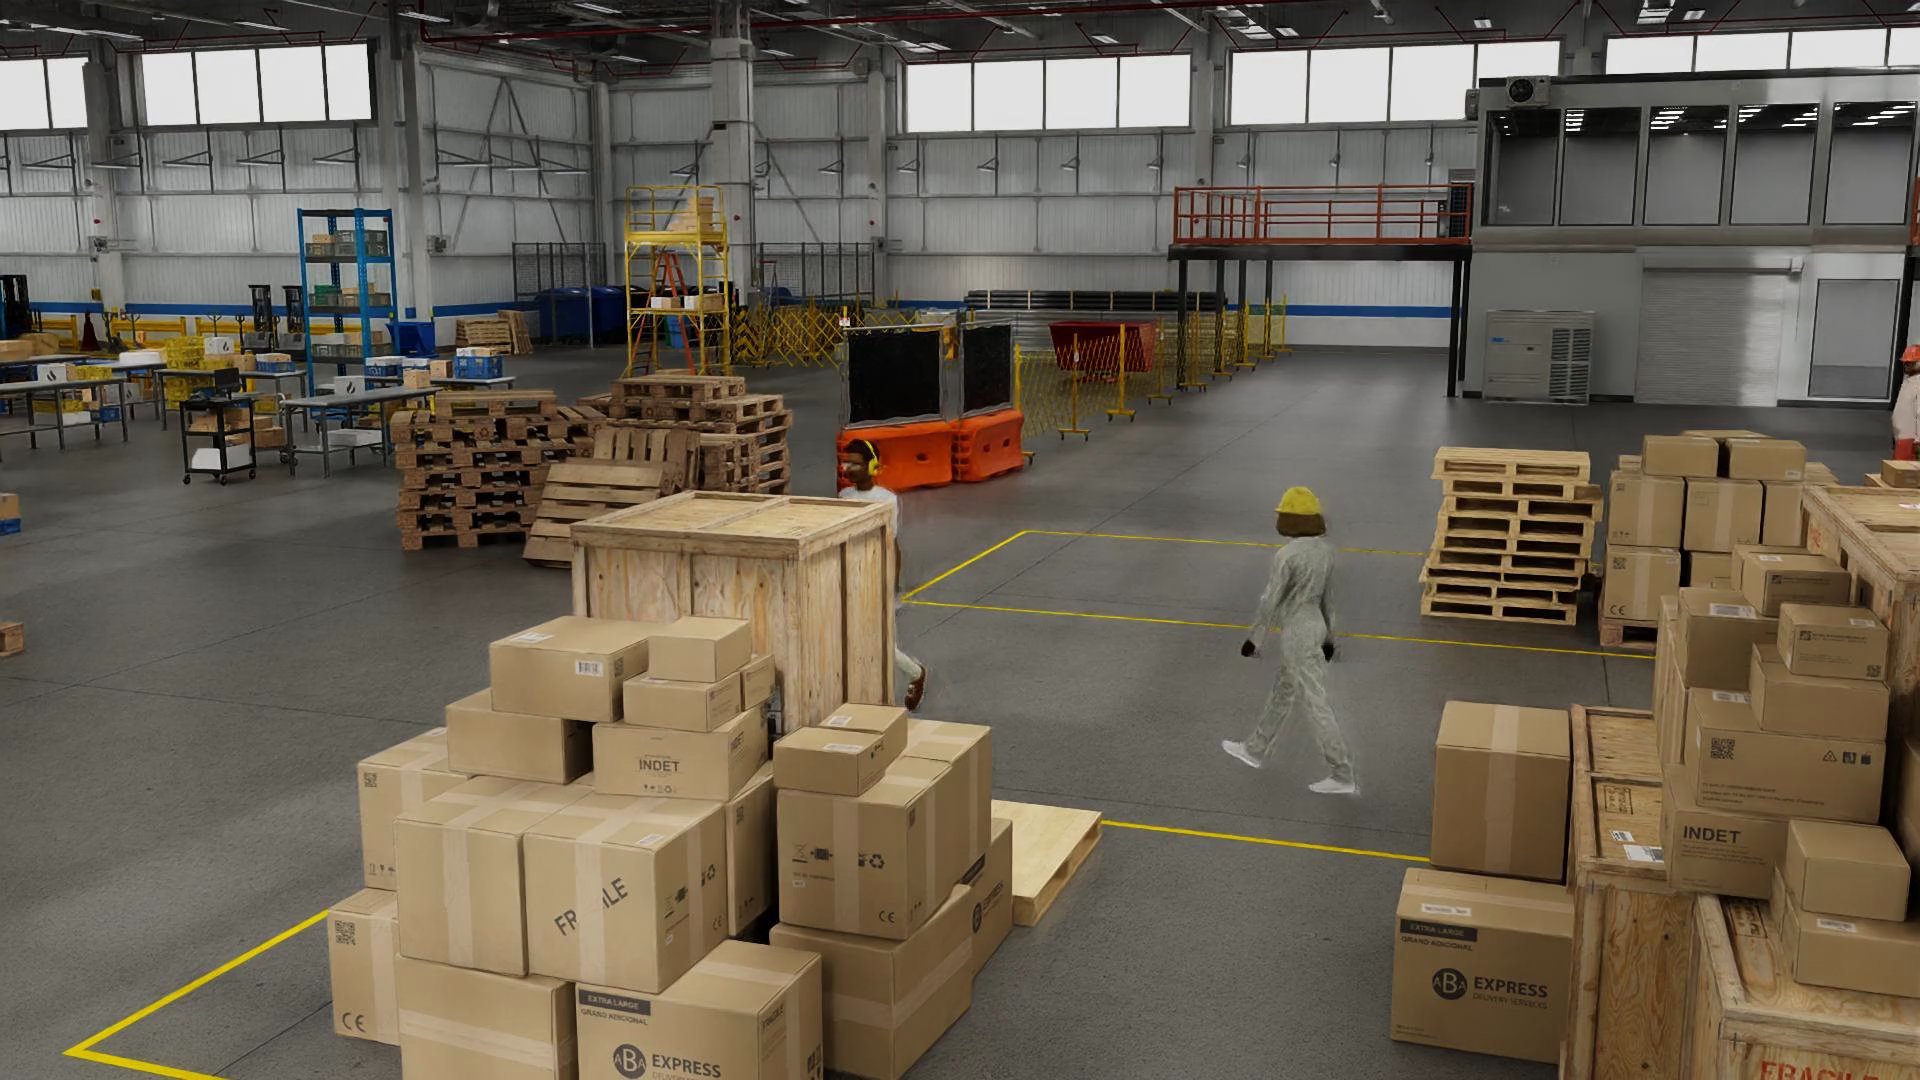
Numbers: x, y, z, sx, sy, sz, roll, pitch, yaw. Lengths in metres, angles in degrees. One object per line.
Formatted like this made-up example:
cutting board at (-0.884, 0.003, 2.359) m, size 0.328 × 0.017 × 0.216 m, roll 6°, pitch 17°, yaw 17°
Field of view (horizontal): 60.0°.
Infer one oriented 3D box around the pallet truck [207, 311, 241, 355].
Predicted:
pallet truck at (-19.537, -5.575, 44.913) m, size 0.653 × 1.274 × 1.630 m, roll 3°, pitch 11°, yaw 19°

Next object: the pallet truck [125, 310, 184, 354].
pallet truck at (-22.038, -5.665, 45.457) m, size 0.704 × 1.261 × 1.522 m, roll 3°, pitch 11°, yaw 17°

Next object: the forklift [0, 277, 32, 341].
forklift at (-27.151, -6.329, 46.328) m, size 1.157 × 1.987 × 2.680 m, roll 3°, pitch 11°, yaw 17°

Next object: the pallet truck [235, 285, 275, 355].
pallet truck at (-18.327, -5.835, 44.421) m, size 0.823 × 1.965 × 1.885 m, roll 4°, pitch 11°, yaw 23°

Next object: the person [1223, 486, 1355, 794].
person at (1.887, 0.546, 9.345) m, size 0.925 × 1.693 × 0.502 m, roll 9°, pitch 13°, yaw 40°

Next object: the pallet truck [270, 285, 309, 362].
pallet truck at (-17.147, -5.700, 43.663) m, size 0.823 × 1.965 × 1.885 m, roll 3°, pitch 11°, yaw 17°

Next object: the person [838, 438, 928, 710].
person at (-0.546, 0.268, 10.481) m, size 0.517 × 1.852 × 0.734 m, roll 9°, pitch 14°, yaw 42°

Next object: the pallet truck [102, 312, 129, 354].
pallet truck at (-23.057, -5.777, 46.261) m, size 0.680 × 1.201 × 1.601 m, roll 3°, pitch 11°, yaw 19°

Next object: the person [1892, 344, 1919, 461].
person at (10.326, -1.128, 17.978) m, size 0.788 × 1.974 × 0.628 m, roll 3°, pitch 10°, yaw 15°
